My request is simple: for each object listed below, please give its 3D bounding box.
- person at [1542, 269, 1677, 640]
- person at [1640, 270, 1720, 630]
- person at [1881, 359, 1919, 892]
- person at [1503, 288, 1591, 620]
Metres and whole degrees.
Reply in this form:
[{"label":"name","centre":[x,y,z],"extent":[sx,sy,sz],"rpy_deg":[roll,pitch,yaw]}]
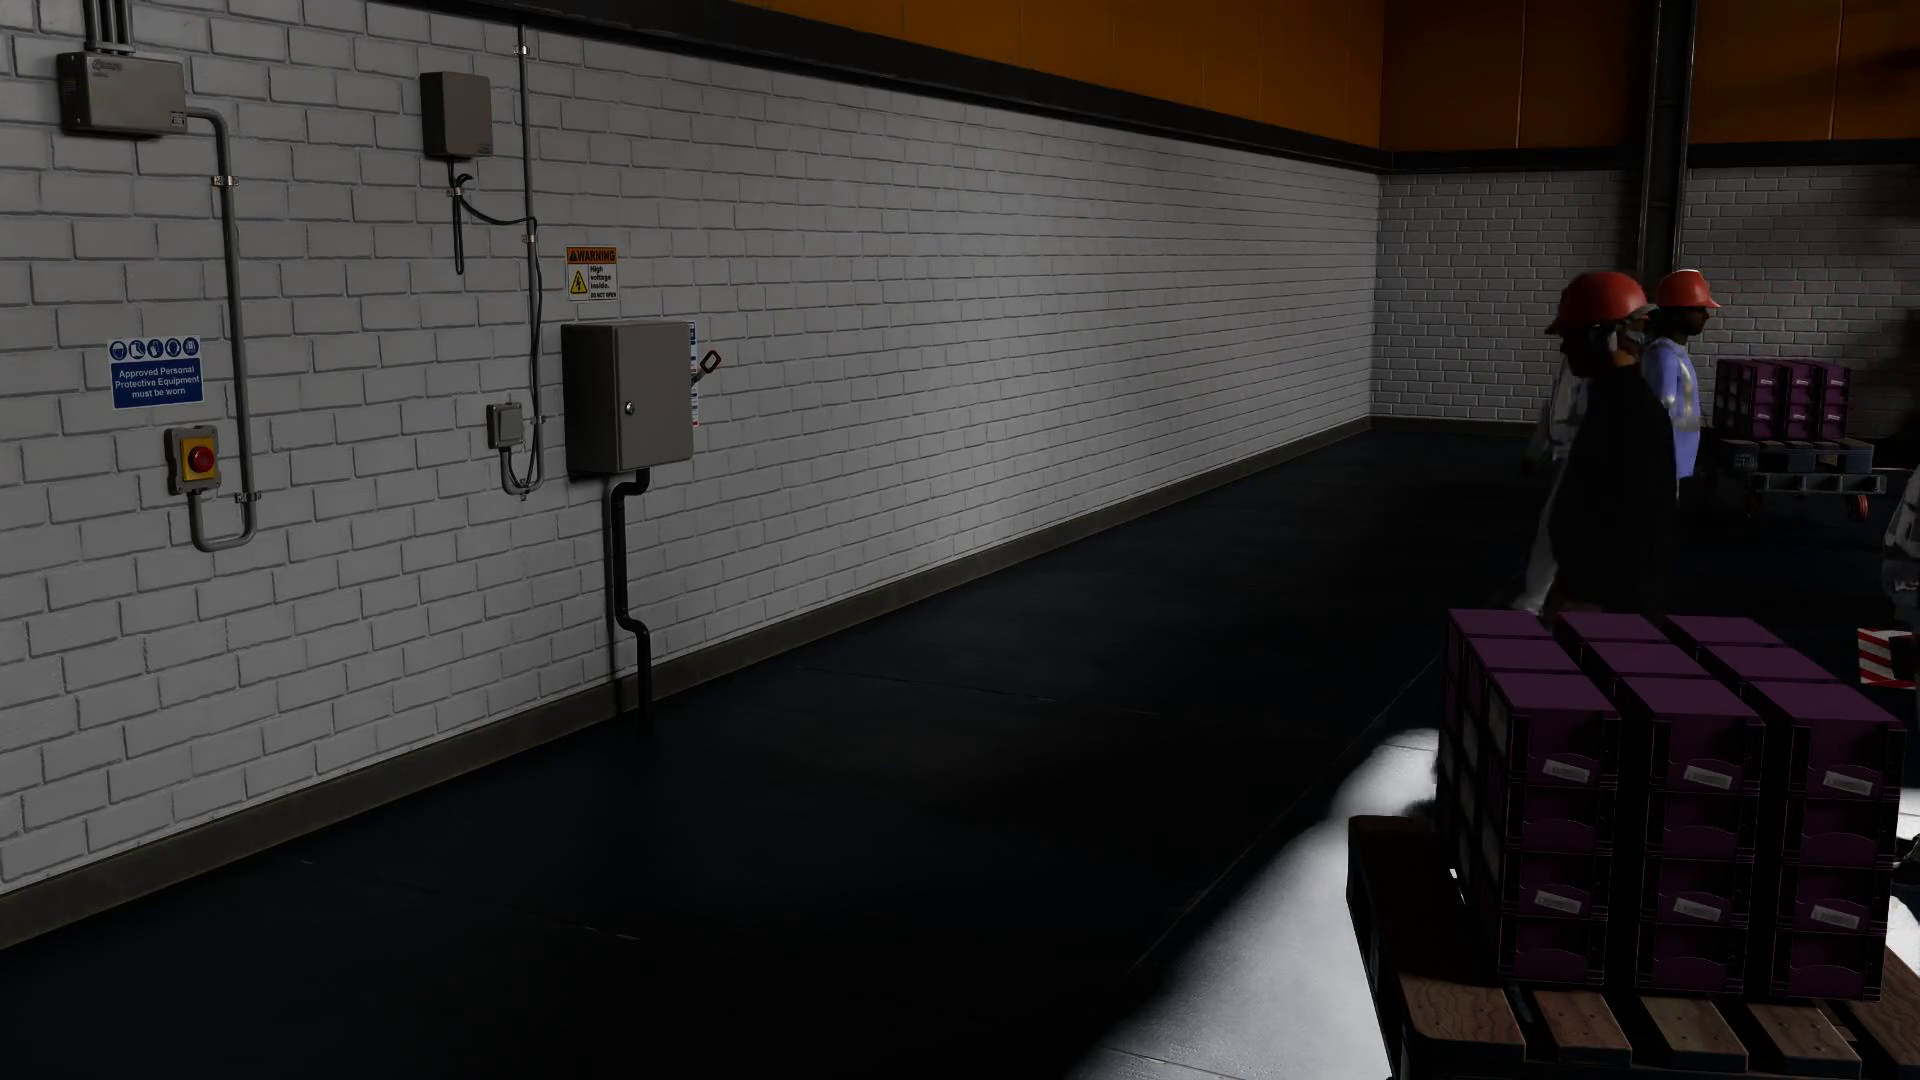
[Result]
[{"label":"person","centre":[1.950,0.163,5.131],"extent":[0.445,1.974,0.621],"rpy_deg":[4,11,24]},{"label":"person","centre":[3.508,-0.357,8.238],"extent":[0.360,1.939,0.543],"rpy_deg":[4,11,21]},{"label":"person","centre":[3.135,0.208,5.268],"extent":[0.404,1.835,0.587],"rpy_deg":[9,13,42]},{"label":"person","centre":[3.163,-0.417,8.843],"extent":[0.843,1.857,0.574],"rpy_deg":[1,10,4]}]
